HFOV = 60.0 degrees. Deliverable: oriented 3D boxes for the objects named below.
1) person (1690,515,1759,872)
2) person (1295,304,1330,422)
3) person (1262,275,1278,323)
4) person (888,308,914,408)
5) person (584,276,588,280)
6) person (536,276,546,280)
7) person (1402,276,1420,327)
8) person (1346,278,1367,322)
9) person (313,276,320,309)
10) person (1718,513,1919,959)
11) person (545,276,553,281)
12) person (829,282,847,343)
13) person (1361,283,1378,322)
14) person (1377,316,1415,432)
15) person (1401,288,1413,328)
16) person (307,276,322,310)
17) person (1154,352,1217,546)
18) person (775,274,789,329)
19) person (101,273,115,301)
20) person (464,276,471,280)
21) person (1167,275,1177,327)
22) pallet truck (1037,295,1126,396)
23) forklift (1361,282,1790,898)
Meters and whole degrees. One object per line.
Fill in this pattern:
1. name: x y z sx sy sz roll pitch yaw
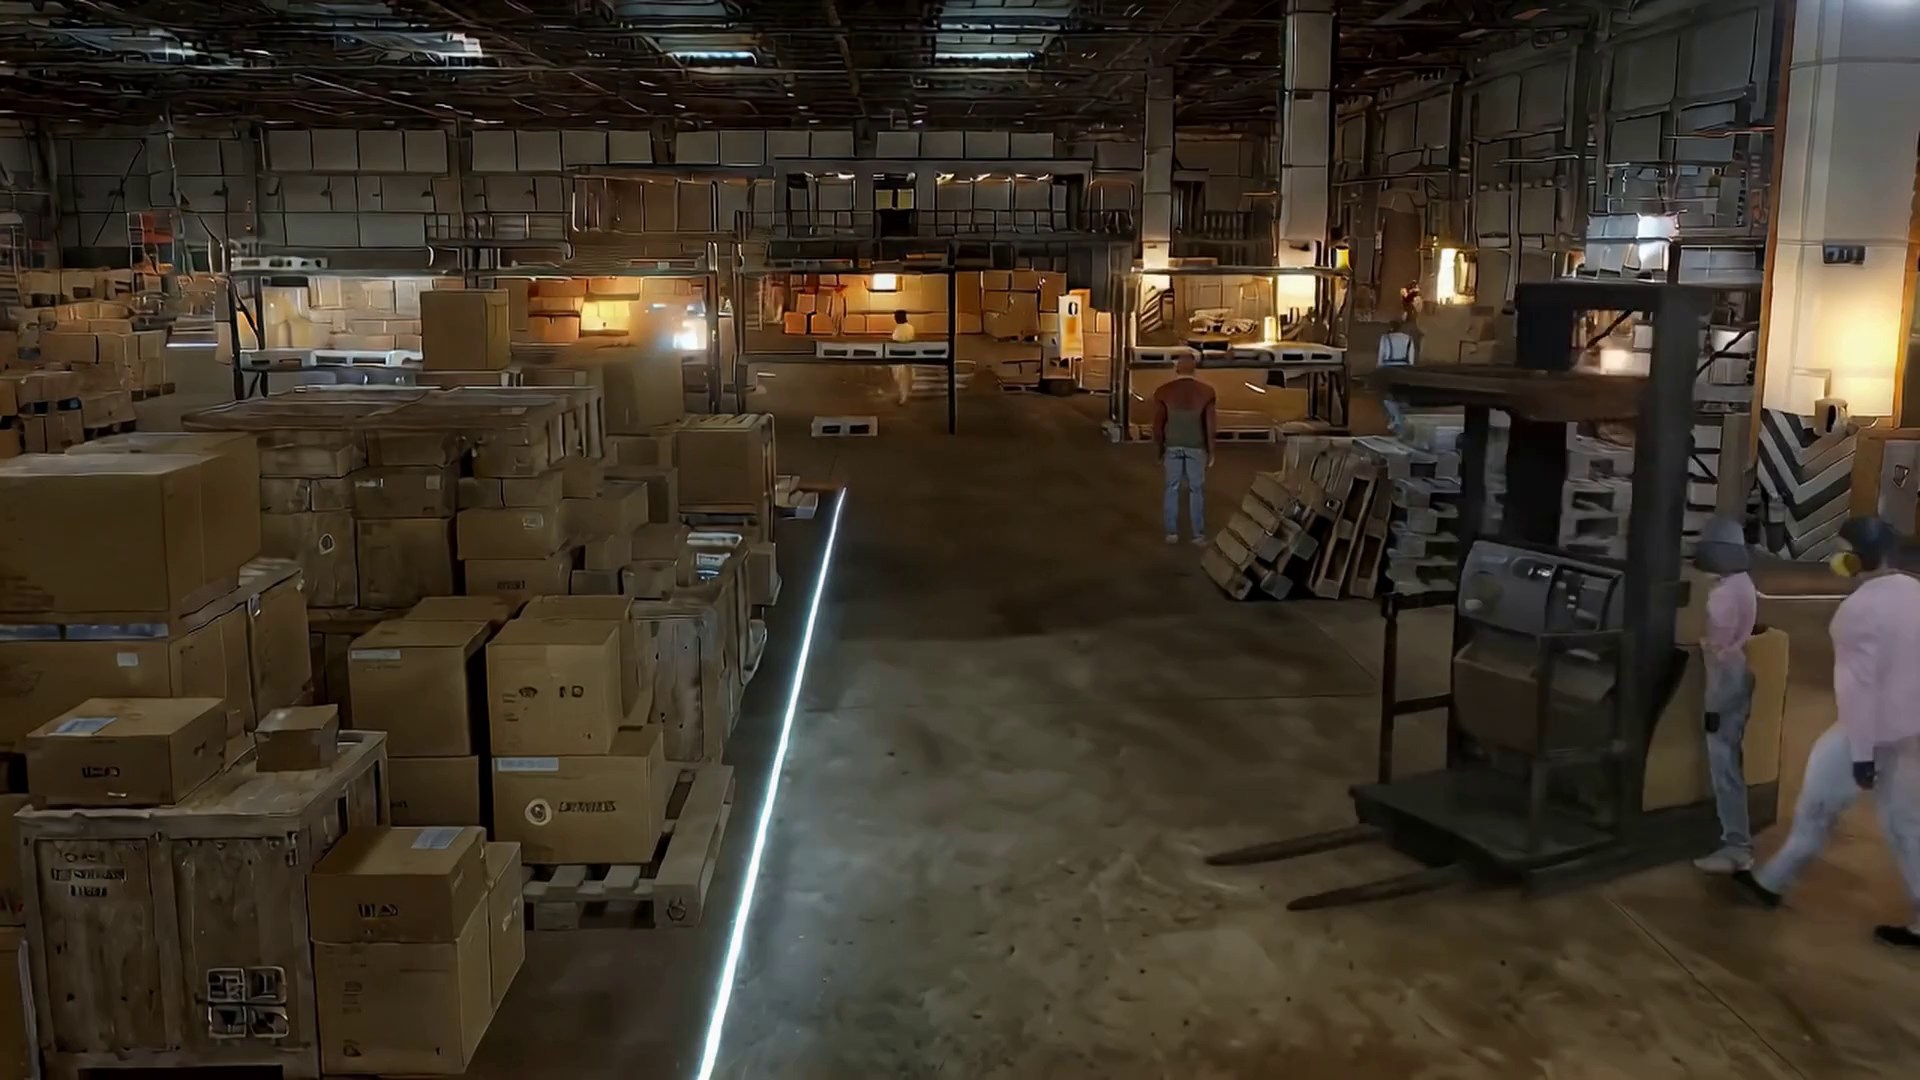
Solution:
1. person: 3.690 0.746 8.093 0.554 1.708 0.513 7 12 35
2. person: 5.951 -2.972 28.006 0.394 1.992 0.622 -8 13 -38
3. person: 11.622 -9.135 62.466 0.609 1.948 0.389 5 11 24
4. person: -1.072 -3.322 30.423 0.447 1.821 0.660 -3 11 -17
5. person: -10.945 -6.787 49.119 0.616 2.041 0.381 4 11 21
6. person: -15.513 -9.086 61.939 0.536 2.000 0.688 -6 12 -32
7. person: 14.963 -7.810 55.176 0.590 1.913 0.541 3 11 17
8. person: 13.660 -8.065 56.875 0.740 1.819 0.629 8 13 39
9. person: -25.276 -9.573 65.443 0.348 1.756 0.518 -5 12 -28
10. person: 3.862 0.809 7.227 0.659 1.877 1.034 -6 12 -30
11. person: -16.025 -9.507 64.696 0.594 1.900 0.886 -3 11 -16
12. person: -3.640 -6.779 49.674 0.529 1.836 0.941 -3 11 -17
13. person: 13.335 -7.525 54.176 0.530 1.712 0.923 10 14 44
14. person: 6.915 -2.616 26.369 0.607 1.871 0.583 -1 10 -7
15. person: 13.169 -6.646 49.394 0.779 1.665 0.552 -2 10 -10
16. person: -25.903 -9.846 66.773 0.596 1.835 0.973 0 10 2
17. person: 2.250 -0.903 16.643 0.629 1.936 0.372 3 11 17
18. person: -6.055 -8.271 57.747 0.853 1.906 0.664 -4 11 -21
19. person: -32.952 -9.400 64.278 0.387 1.840 0.594 3 10 14
20. person: -16.209 -7.795 55.097 0.548 1.919 0.717 7 12 33
21. person: 7.552 -8.613 59.432 0.387 1.992 0.622 1 10 7
22. pallet truck: 2.483 -3.881 33.060 1.885 1.965 0.823 -7 13 -36
23. forklift: 3.154 0.123 8.293 1.873 2.768 1.129 -5 11 -27
